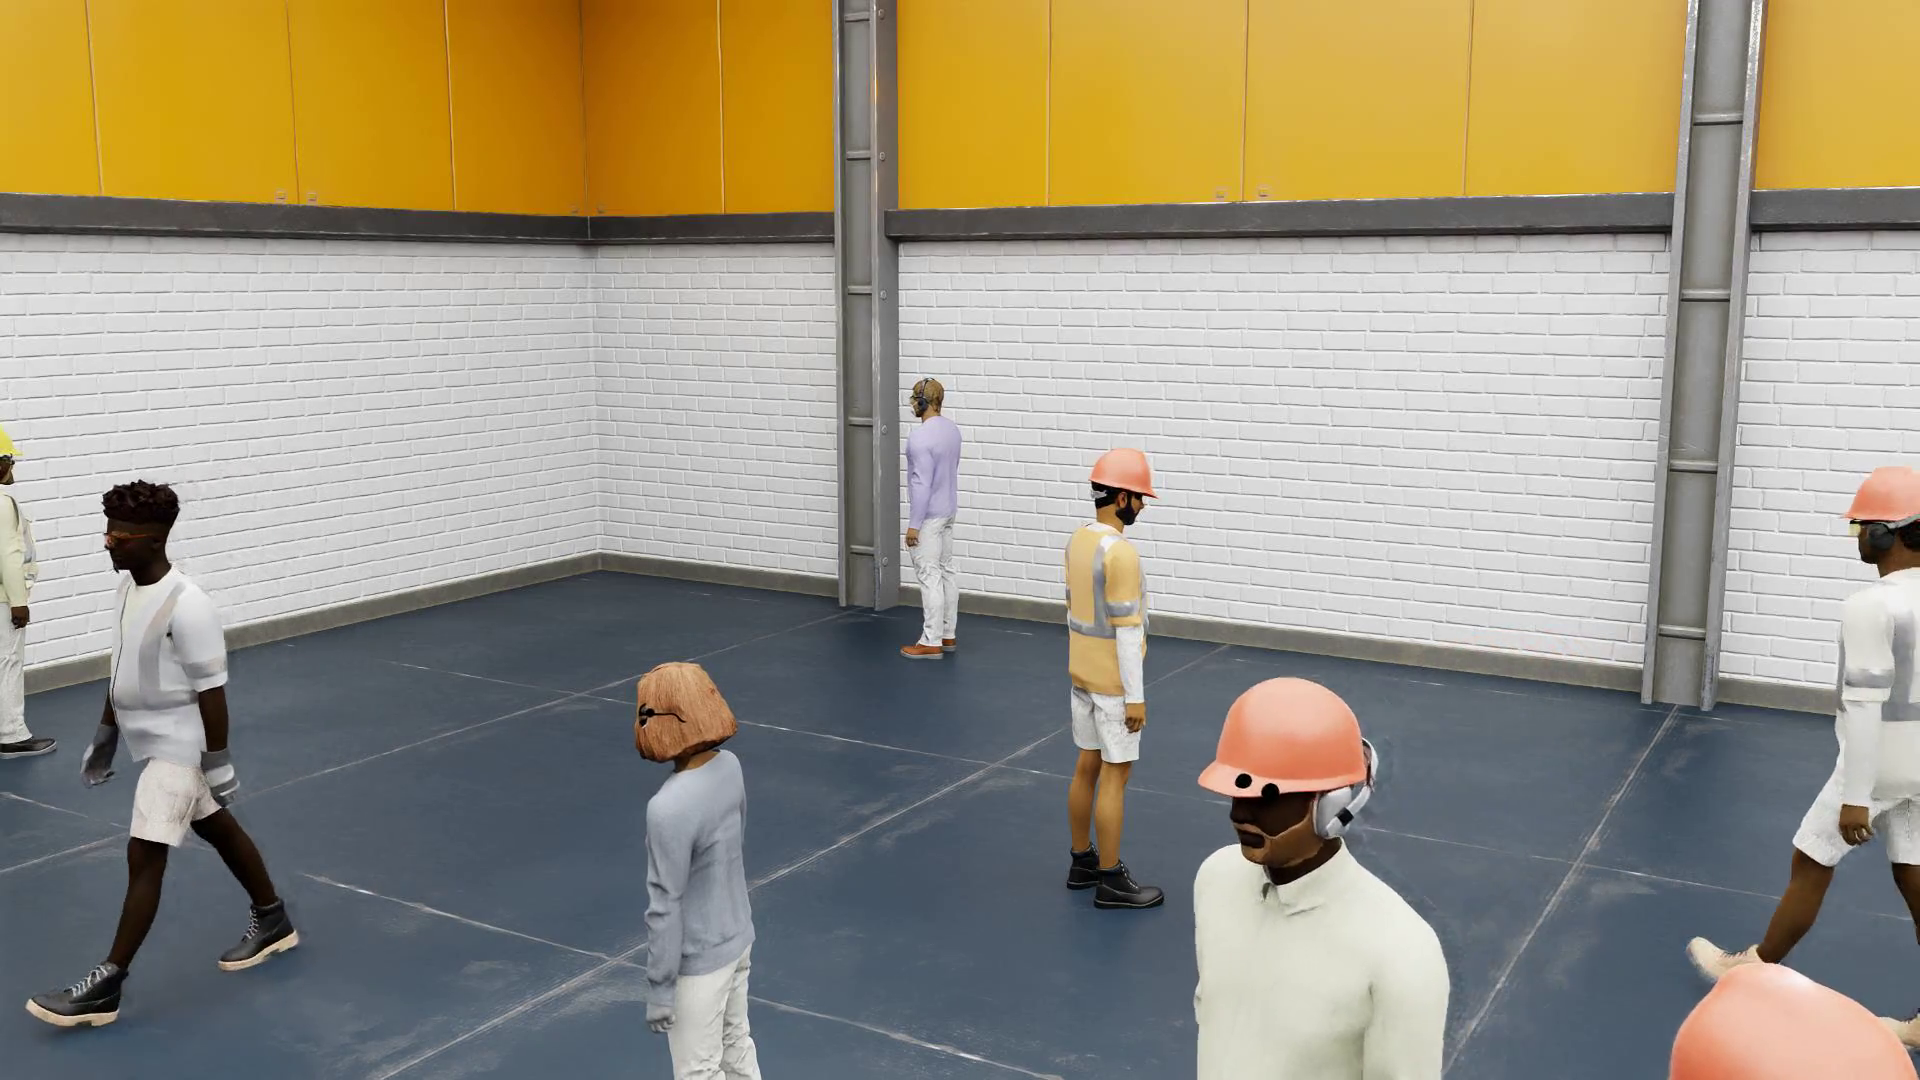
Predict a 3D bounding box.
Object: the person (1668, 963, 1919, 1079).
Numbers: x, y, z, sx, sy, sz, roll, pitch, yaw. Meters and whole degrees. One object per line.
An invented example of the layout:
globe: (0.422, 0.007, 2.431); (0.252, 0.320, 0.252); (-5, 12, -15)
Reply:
person: (0.869, 1.402, 1.804); (0.547, 1.934, 0.376); (-9, 13, -44)

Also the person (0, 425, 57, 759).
person: (-5.280, 0.279, 9.132); (0.600, 1.829, 0.404); (6, 11, 35)

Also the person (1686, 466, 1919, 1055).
person: (3.071, 0.742, 5.729); (0.642, 1.999, 0.936); (-5, 11, -30)

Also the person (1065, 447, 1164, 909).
person: (0.644, 0.575, 6.981); (0.367, 1.930, 0.542); (-3, 10, -21)

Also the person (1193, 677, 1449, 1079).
person: (0.655, 1.195, 3.042); (0.973, 1.958, 0.623); (-6, 11, -33)

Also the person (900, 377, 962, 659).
person: (-0.202, -0.150, 11.471); (0.358, 1.938, 0.636); (4, 10, 23)

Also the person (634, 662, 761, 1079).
person: (-0.707, 1.129, 4.482); (0.287, 1.626, 0.497); (2, 9, 13)

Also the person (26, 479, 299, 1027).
person: (-2.902, 0.734, 6.040); (1.021, 1.919, 0.602); (-9, 13, -43)
